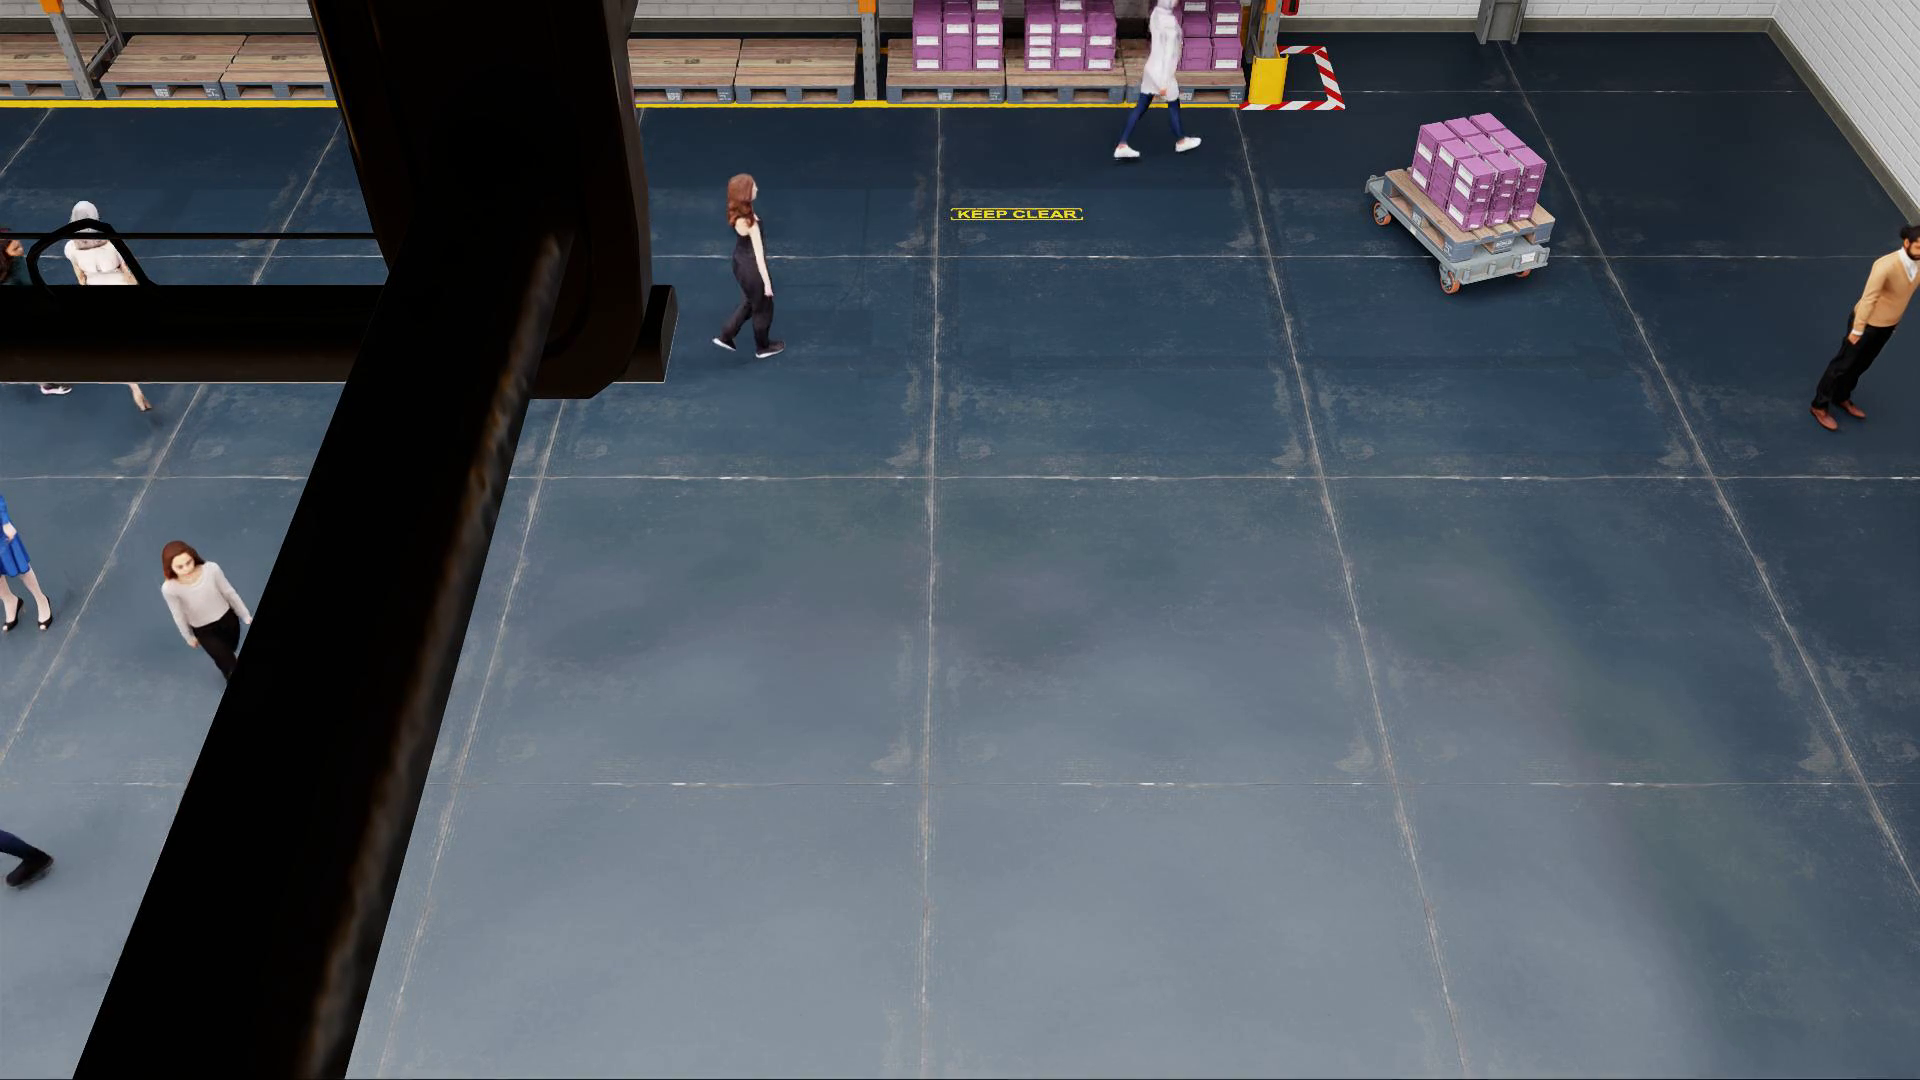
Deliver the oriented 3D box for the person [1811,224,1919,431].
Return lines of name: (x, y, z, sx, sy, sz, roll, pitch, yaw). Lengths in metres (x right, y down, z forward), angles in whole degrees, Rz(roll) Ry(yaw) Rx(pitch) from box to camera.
person: (7.003, -1.668, 12.747, 0.690, 1.751, 0.811, -20, 47, -19)

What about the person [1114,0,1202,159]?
person: (1.785, -4.329, 15.554, 1.210, 1.732, 0.892, -13, 45, -13)

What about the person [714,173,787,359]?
person: (-1.746, -2.138, 13.251, 0.947, 1.738, 0.839, -23, 48, -23)

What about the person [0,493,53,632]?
person: (-6.490, -0.085, 11.030, 0.497, 1.827, 0.669, 1, 44, 1)

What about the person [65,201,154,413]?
person: (-6.538, -1.770, 12.891, 1.150, 1.700, 0.951, -16, 46, -16)

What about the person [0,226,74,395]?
person: (-7.326, -1.766, 12.972, 0.821, 1.583, 0.721, -17, 46, -17)

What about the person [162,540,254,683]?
person: (-4.809, 0.510, 10.675, 1.029, 1.456, 0.946, 32, 52, 29)
